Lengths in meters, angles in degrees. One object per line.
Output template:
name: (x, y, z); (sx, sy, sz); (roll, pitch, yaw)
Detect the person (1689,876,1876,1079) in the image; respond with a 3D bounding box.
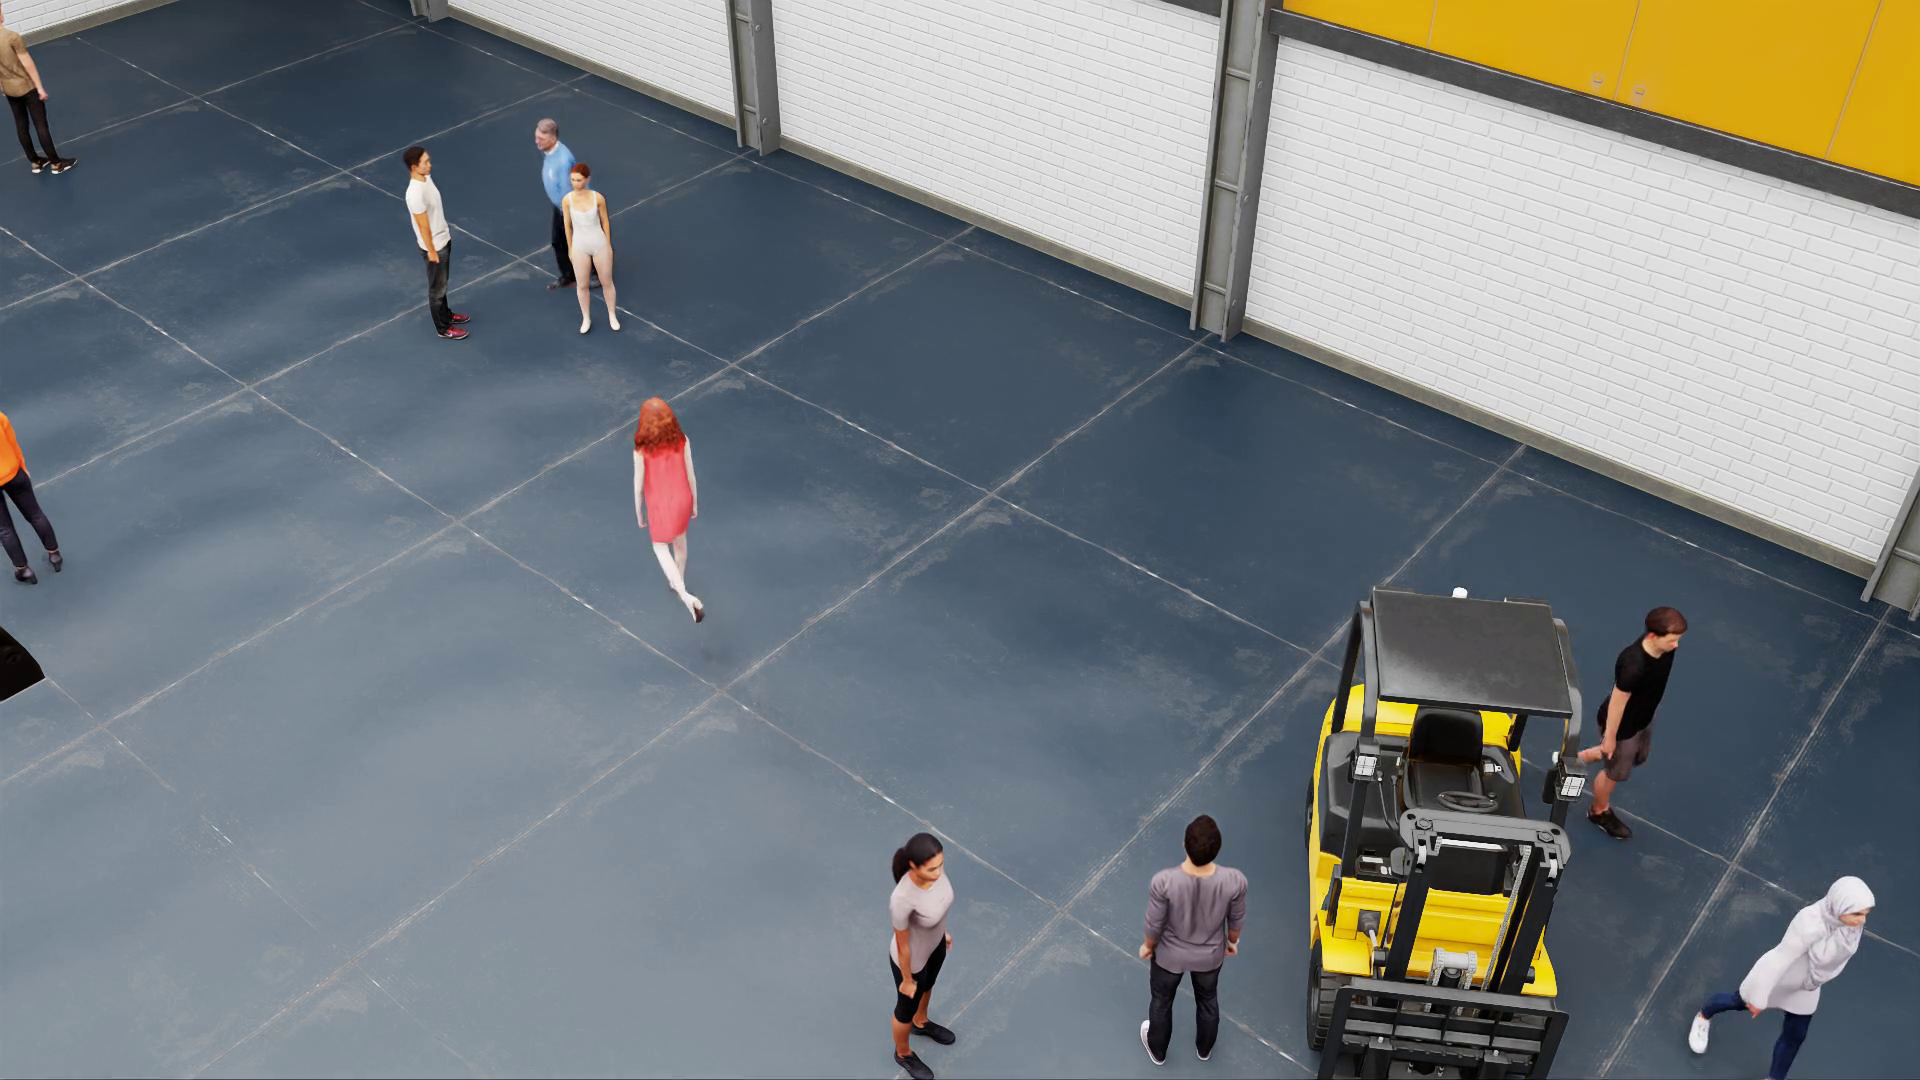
person: (4.300, 2.256, 8.760); (0.960, 1.729, 1.088); (-9, 39, -11)

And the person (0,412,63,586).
person: (-6.991, -0.424, 12.101); (0.565, 1.748, 0.629); (32, 48, 34)

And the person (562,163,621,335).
person: (-3.322, -2.631, 14.949); (0.611, 1.643, 0.654); (-7, 39, -8)

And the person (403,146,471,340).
person: (-4.723, -2.667, 14.868); (0.771, 1.800, 0.701); (-4, 39, -6)

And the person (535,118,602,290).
person: (-3.583, -3.133, 15.477); (0.795, 1.767, 0.802); (-23, 44, -26)

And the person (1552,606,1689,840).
person: (4.015, 1.041, 10.191); (0.898, 1.842, 0.725); (32, 48, 33)

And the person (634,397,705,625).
person: (-2.014, -0.169, 11.737); (0.839, 1.804, 1.091); (-18, 42, -21)

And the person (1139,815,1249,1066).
person: (1.221, 2.138, 8.809); (0.721, 1.854, 0.797); (-1, 39, -2)

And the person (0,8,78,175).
person: (-9.864, -4.745, 17.429); (0.680, 1.851, 0.810); (8, 39, 10)

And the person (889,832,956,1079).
person: (-0.223, 2.179, 8.843); (0.602, 1.745, 0.651); (18, 42, 22)
